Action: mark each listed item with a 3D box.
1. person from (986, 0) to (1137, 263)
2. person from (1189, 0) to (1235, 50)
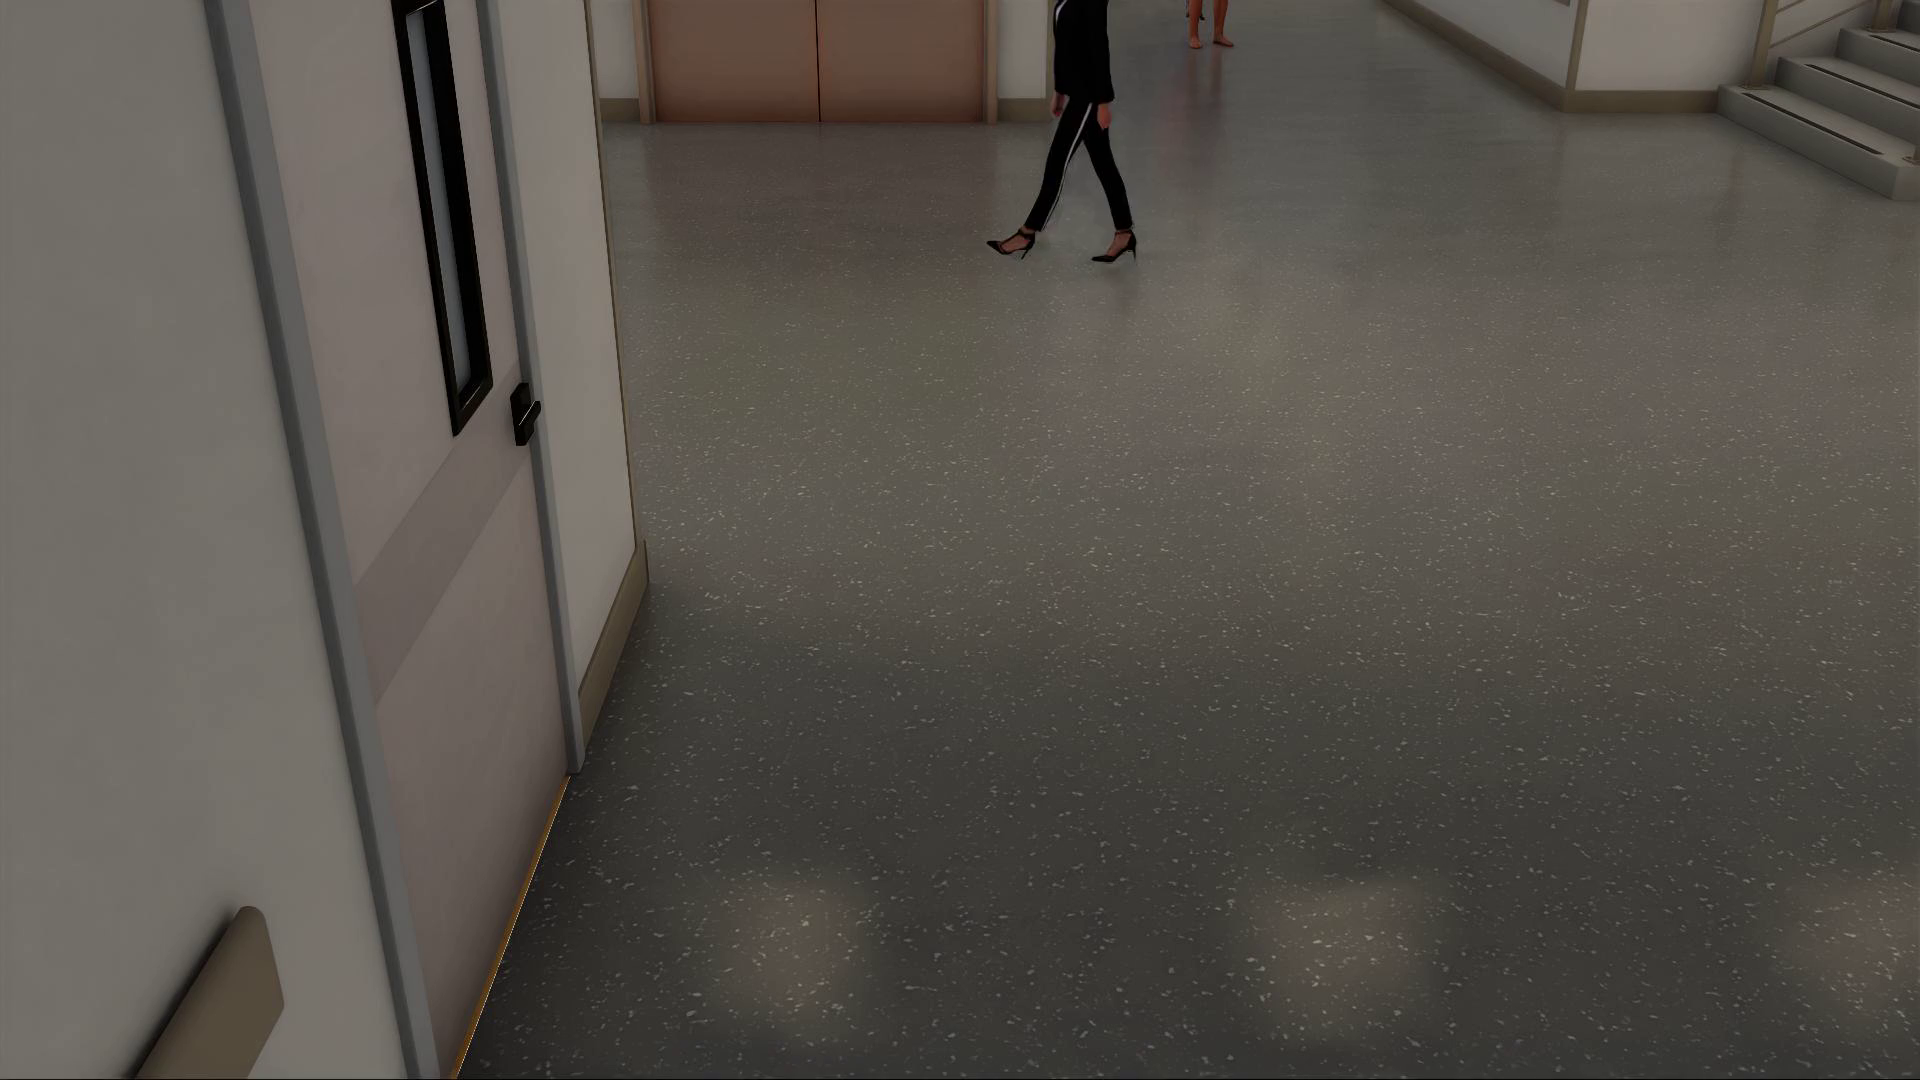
[{"bbox_3d":[0.712,-2.171,8.300,1.002,1.668,0.661,-1,26,-3],"label":"person"},{"bbox_3d":[2.239,-5.275,14.568,0.630,1.815,0.800,-9,27,-18],"label":"person"}]
